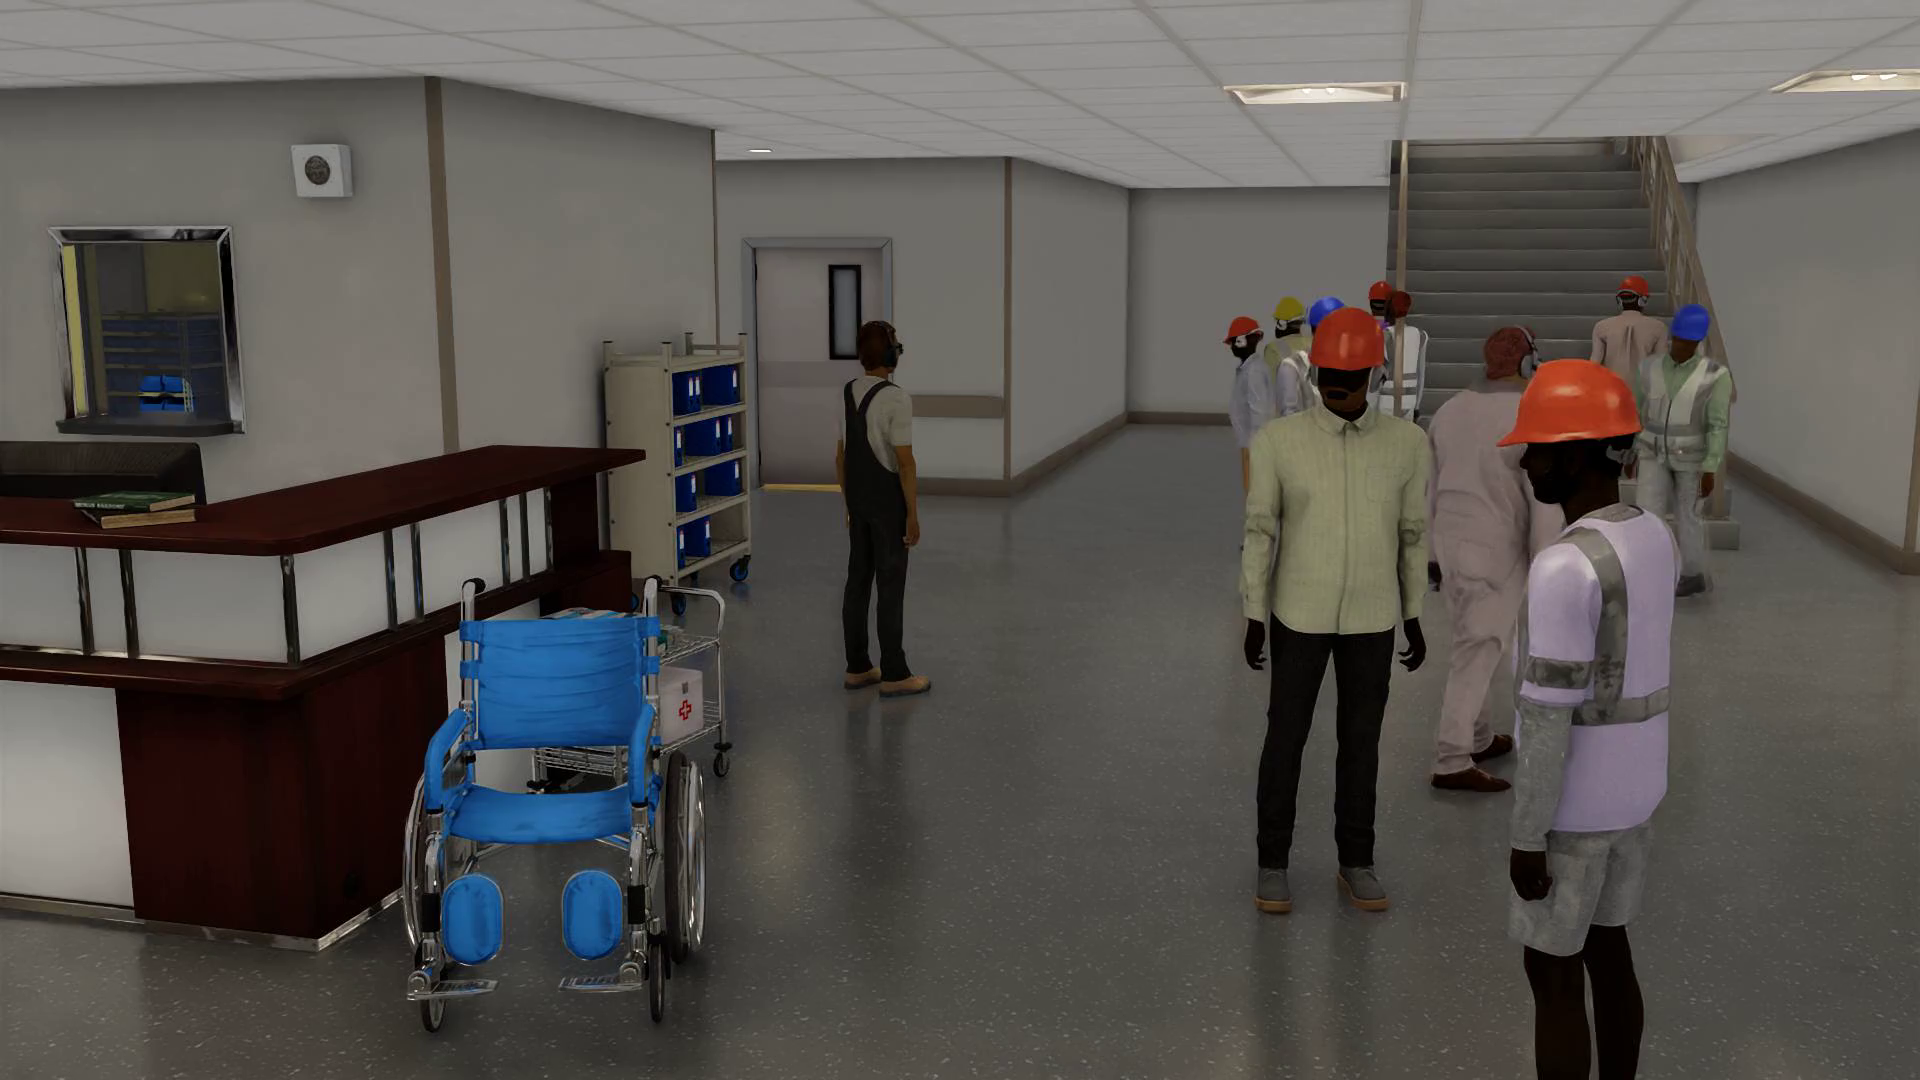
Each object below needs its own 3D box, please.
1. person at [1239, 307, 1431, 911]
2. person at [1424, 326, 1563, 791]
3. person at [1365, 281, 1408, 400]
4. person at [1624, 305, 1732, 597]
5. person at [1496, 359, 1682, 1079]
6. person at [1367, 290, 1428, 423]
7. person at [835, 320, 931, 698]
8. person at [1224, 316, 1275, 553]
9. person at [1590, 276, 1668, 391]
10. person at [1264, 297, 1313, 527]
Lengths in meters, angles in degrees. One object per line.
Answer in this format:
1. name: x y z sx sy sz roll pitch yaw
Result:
1. person: 1.228 0.240 5.439 0.621 1.990 0.391 0 10 -3
2. person: 2.178 0.073 6.818 0.661 1.872 0.660 -4 10 -22
3. person: 3.791 -1.379 15.135 0.552 1.937 0.356 2 10 9
4. person: 4.387 -0.509 10.225 0.645 1.875 0.979 8 13 41
5. person: 1.368 0.561 3.745 0.390 1.929 0.545 9 13 44
6. person: 3.561 -1.104 13.674 0.575 1.885 0.355 -5 11 -28
7. person: -0.391 -0.151 8.168 0.507 1.846 0.343 9 13 42
8. person: 2.088 -0.733 11.951 0.400 1.729 0.659 1 10 4
9. person: 5.674 -1.240 14.159 0.623 1.987 0.394 4 10 20
10. person: 2.613 -1.016 13.311 0.598 1.833 0.403 -7 12 -37
